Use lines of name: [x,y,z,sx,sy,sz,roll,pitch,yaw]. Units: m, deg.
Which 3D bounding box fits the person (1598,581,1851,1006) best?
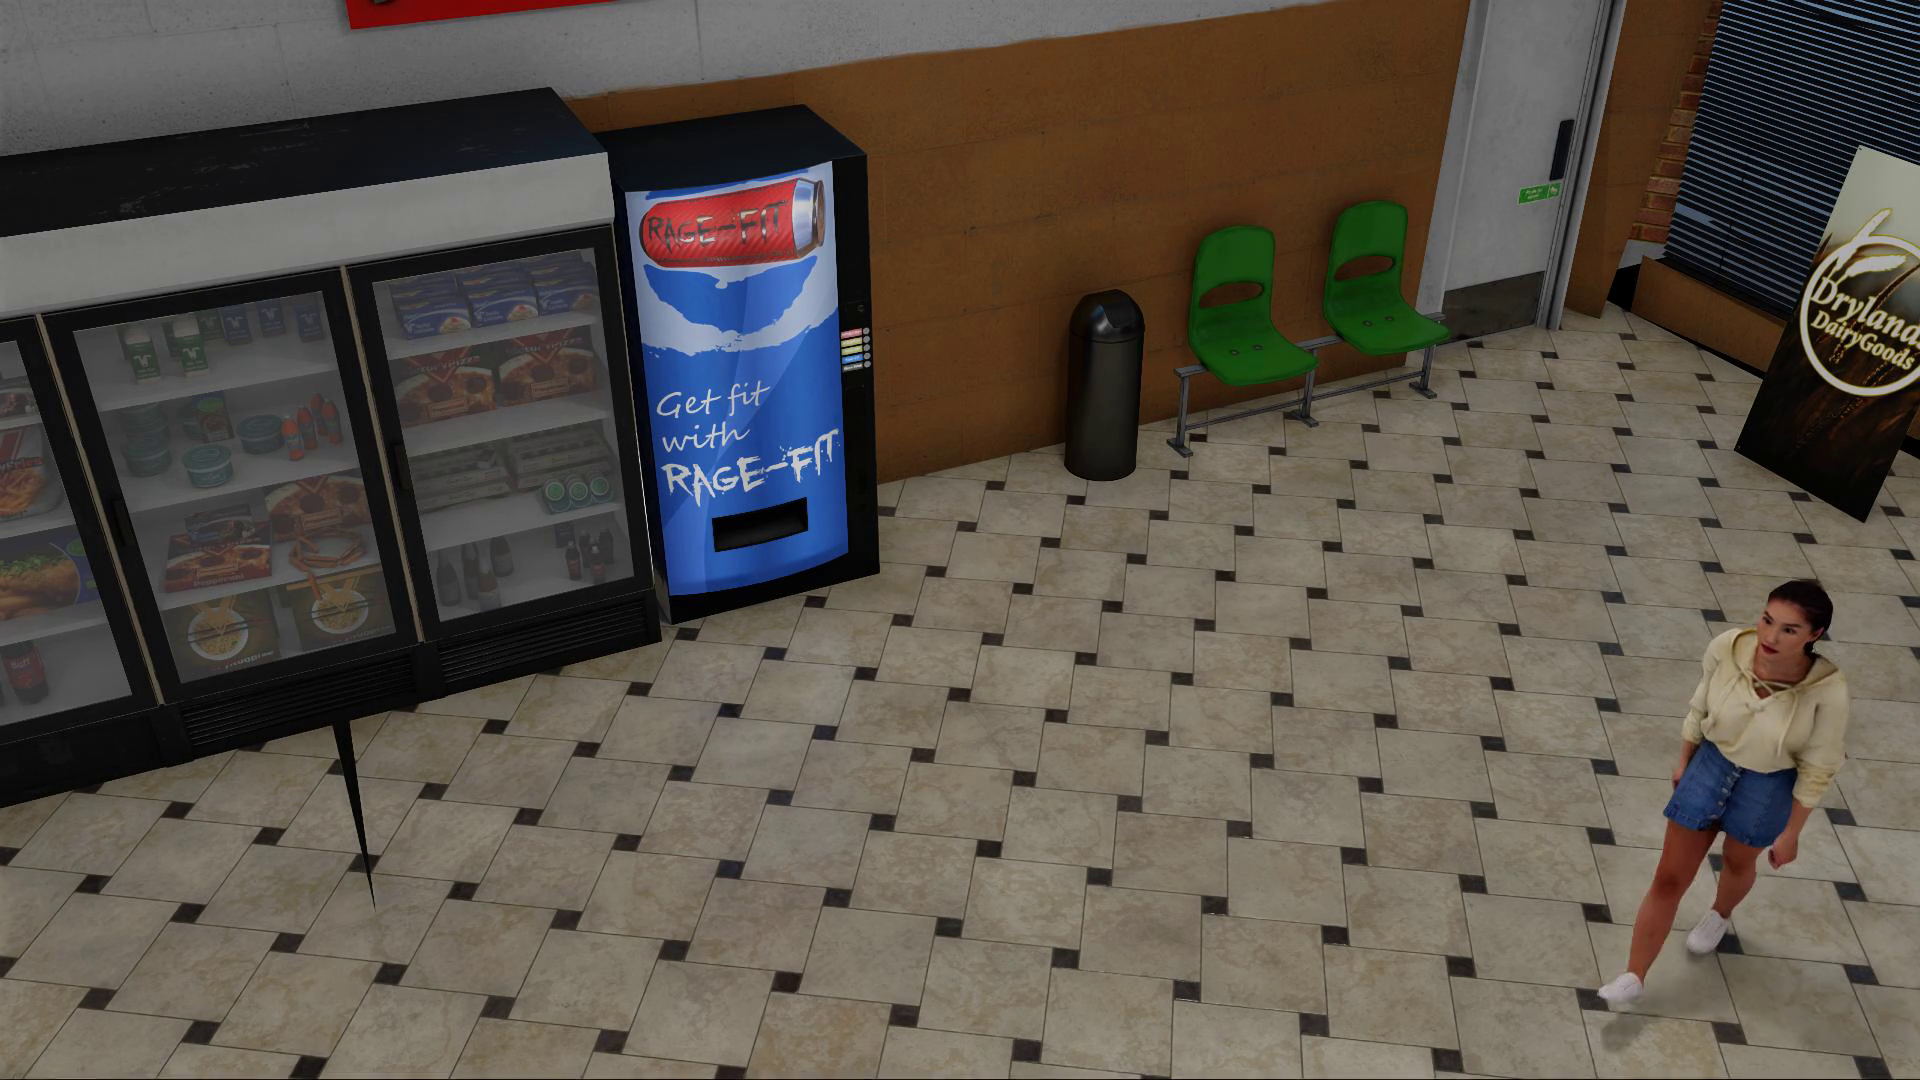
person: [2.623,0.805,5.509,1.088,1.591,0.956,27,41,36]
